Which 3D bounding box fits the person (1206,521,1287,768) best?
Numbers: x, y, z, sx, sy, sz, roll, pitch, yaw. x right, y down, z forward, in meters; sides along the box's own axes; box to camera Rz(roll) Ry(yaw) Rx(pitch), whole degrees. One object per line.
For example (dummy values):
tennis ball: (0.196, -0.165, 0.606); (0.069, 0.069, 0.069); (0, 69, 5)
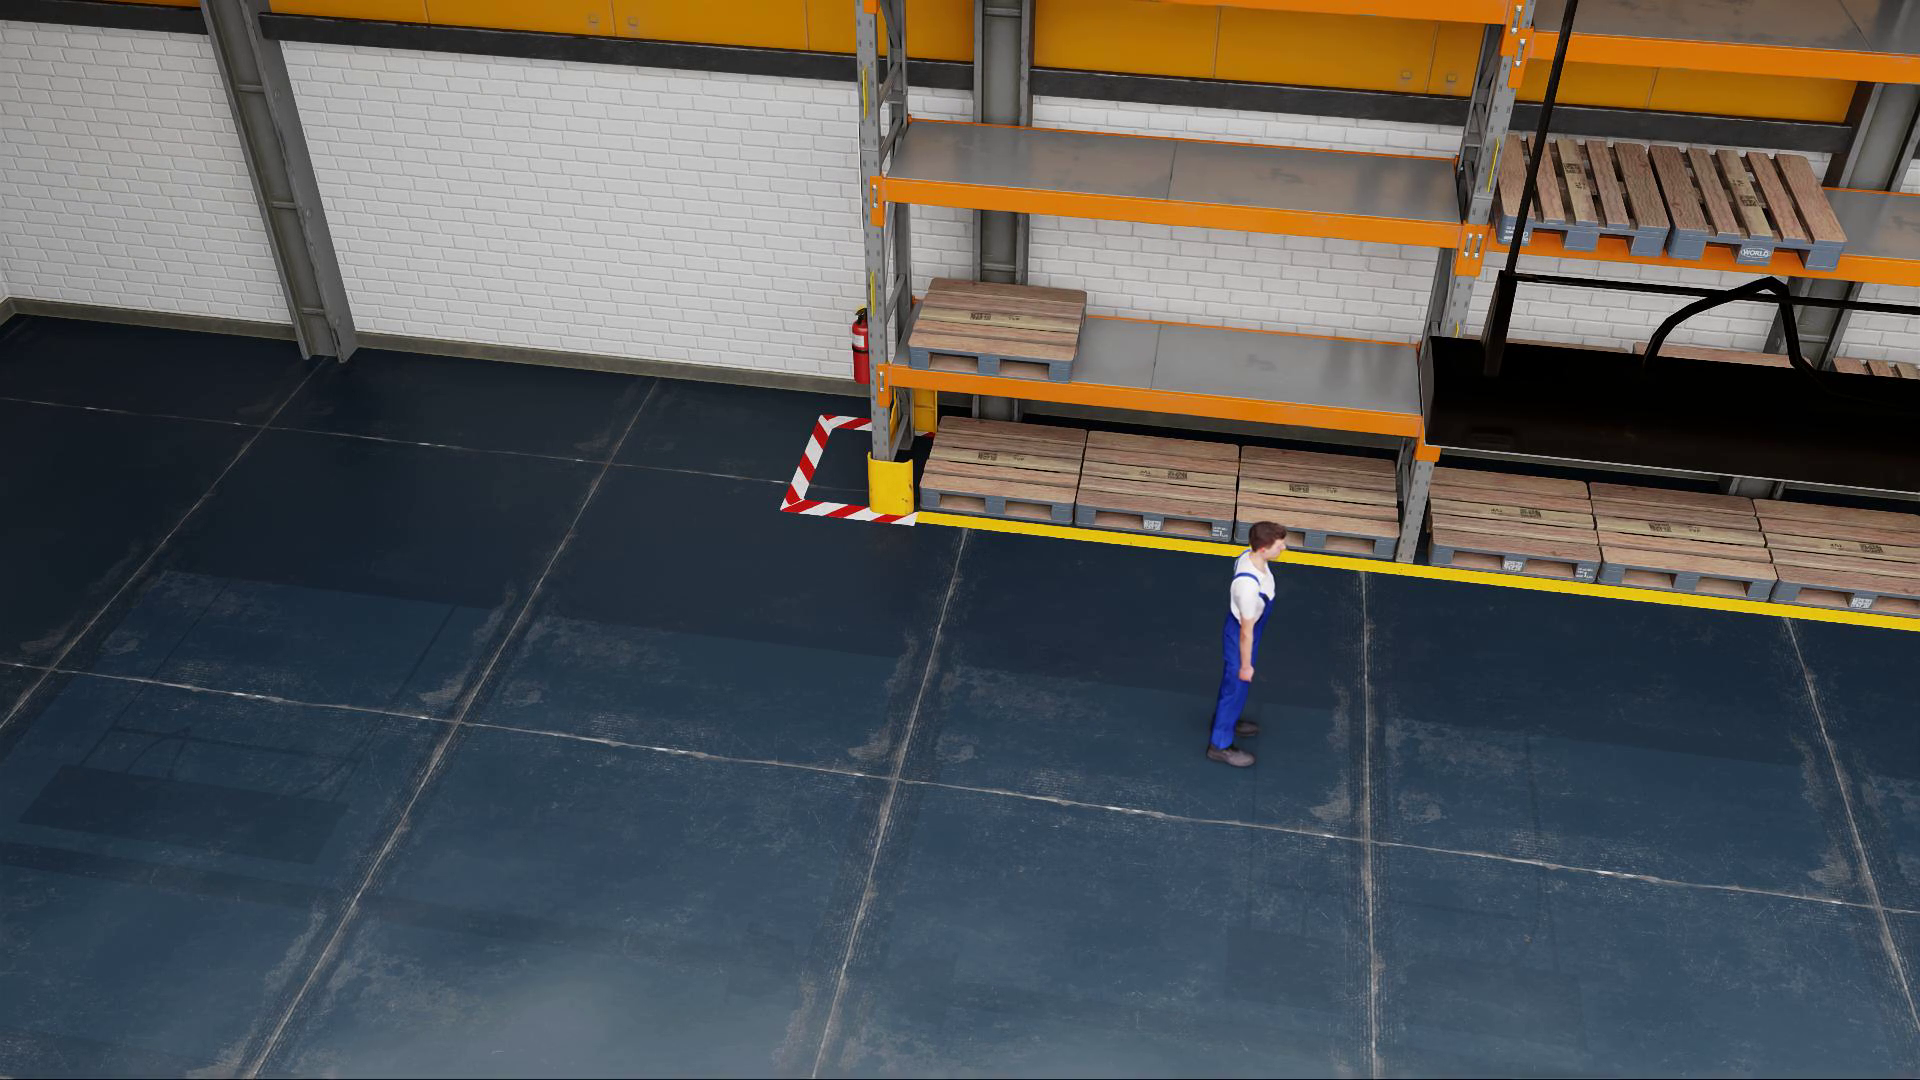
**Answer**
person: (1.772, 0.619, 10.423); (0.556, 1.849, 0.621); (8, 39, 10)
